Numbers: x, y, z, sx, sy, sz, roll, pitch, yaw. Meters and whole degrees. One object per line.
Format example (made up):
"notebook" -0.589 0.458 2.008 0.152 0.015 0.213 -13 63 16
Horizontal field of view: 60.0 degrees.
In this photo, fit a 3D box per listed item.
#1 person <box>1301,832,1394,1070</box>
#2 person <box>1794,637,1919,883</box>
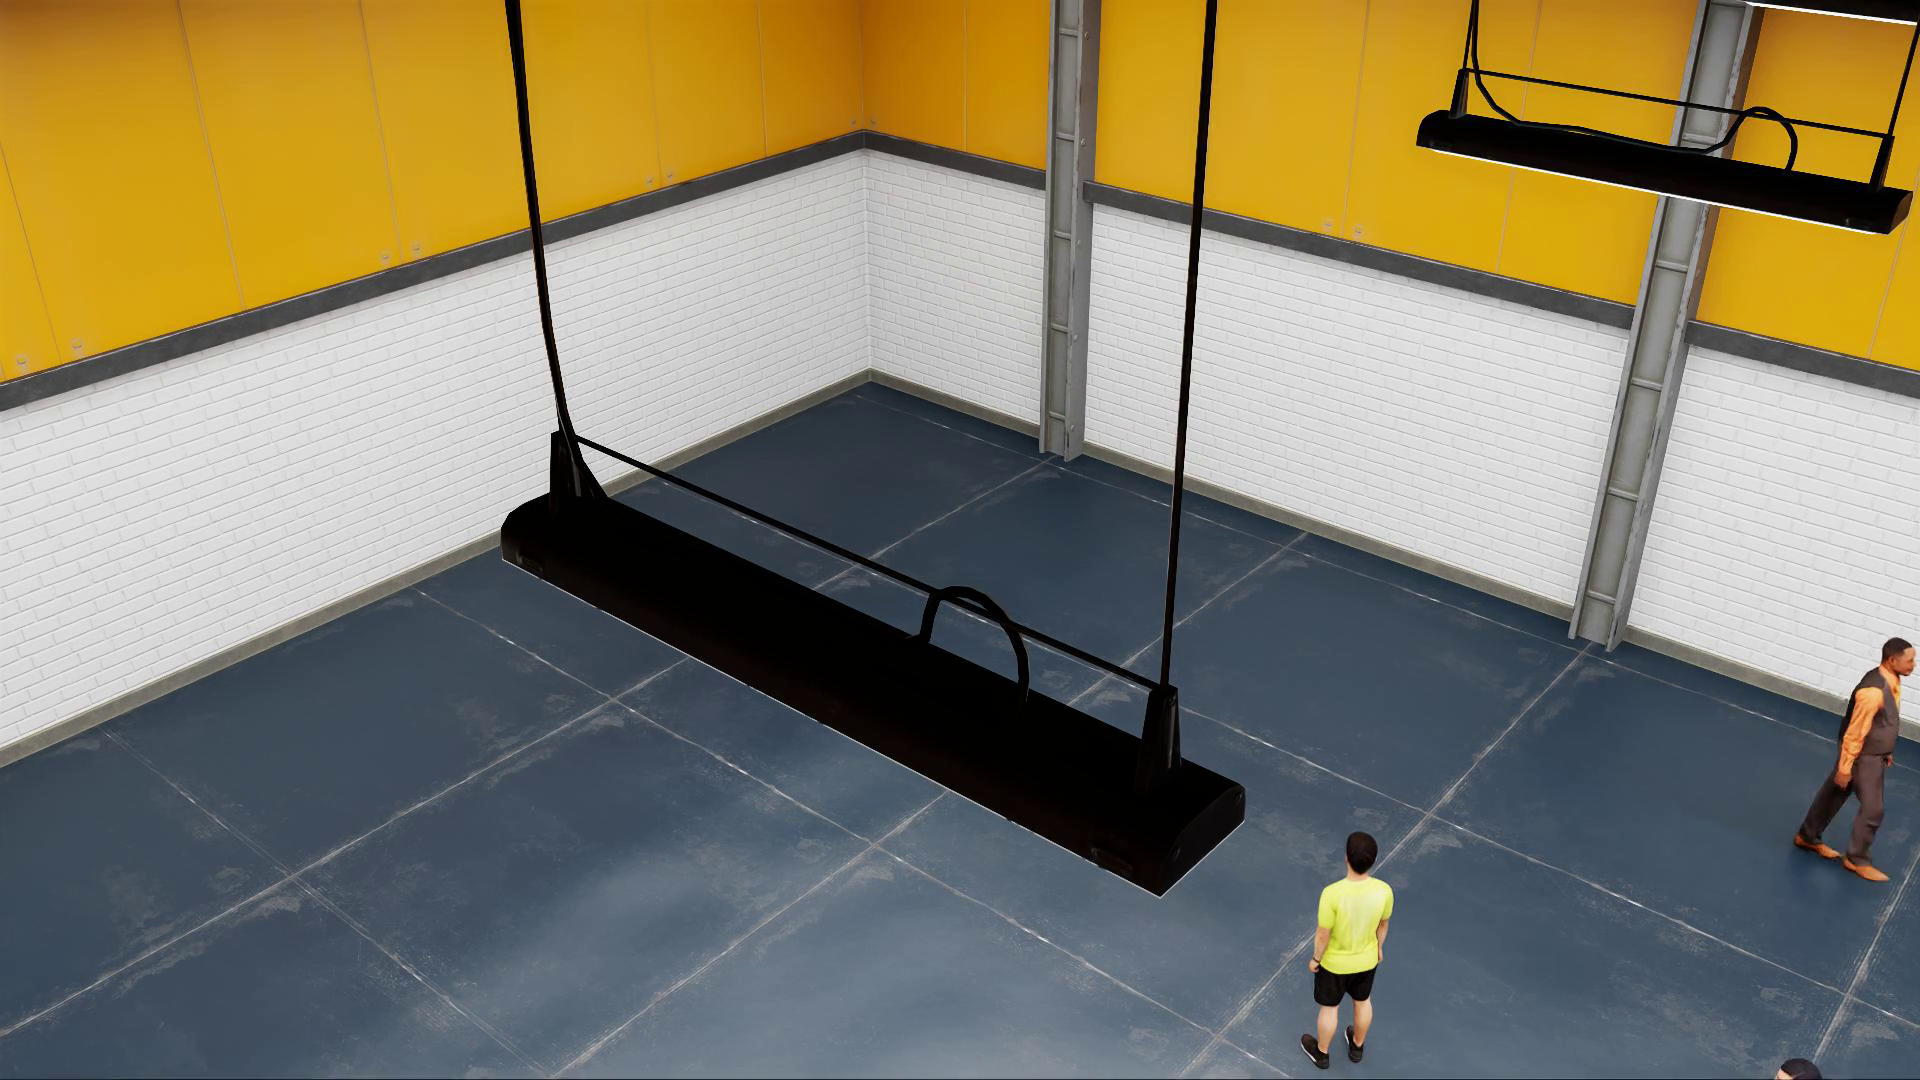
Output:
"person" 2.379 2.517 10.151 0.695 1.708 0.742 -4 29 -8
"person" 6.316 1.484 11.852 0.882 1.892 0.702 22 35 34
